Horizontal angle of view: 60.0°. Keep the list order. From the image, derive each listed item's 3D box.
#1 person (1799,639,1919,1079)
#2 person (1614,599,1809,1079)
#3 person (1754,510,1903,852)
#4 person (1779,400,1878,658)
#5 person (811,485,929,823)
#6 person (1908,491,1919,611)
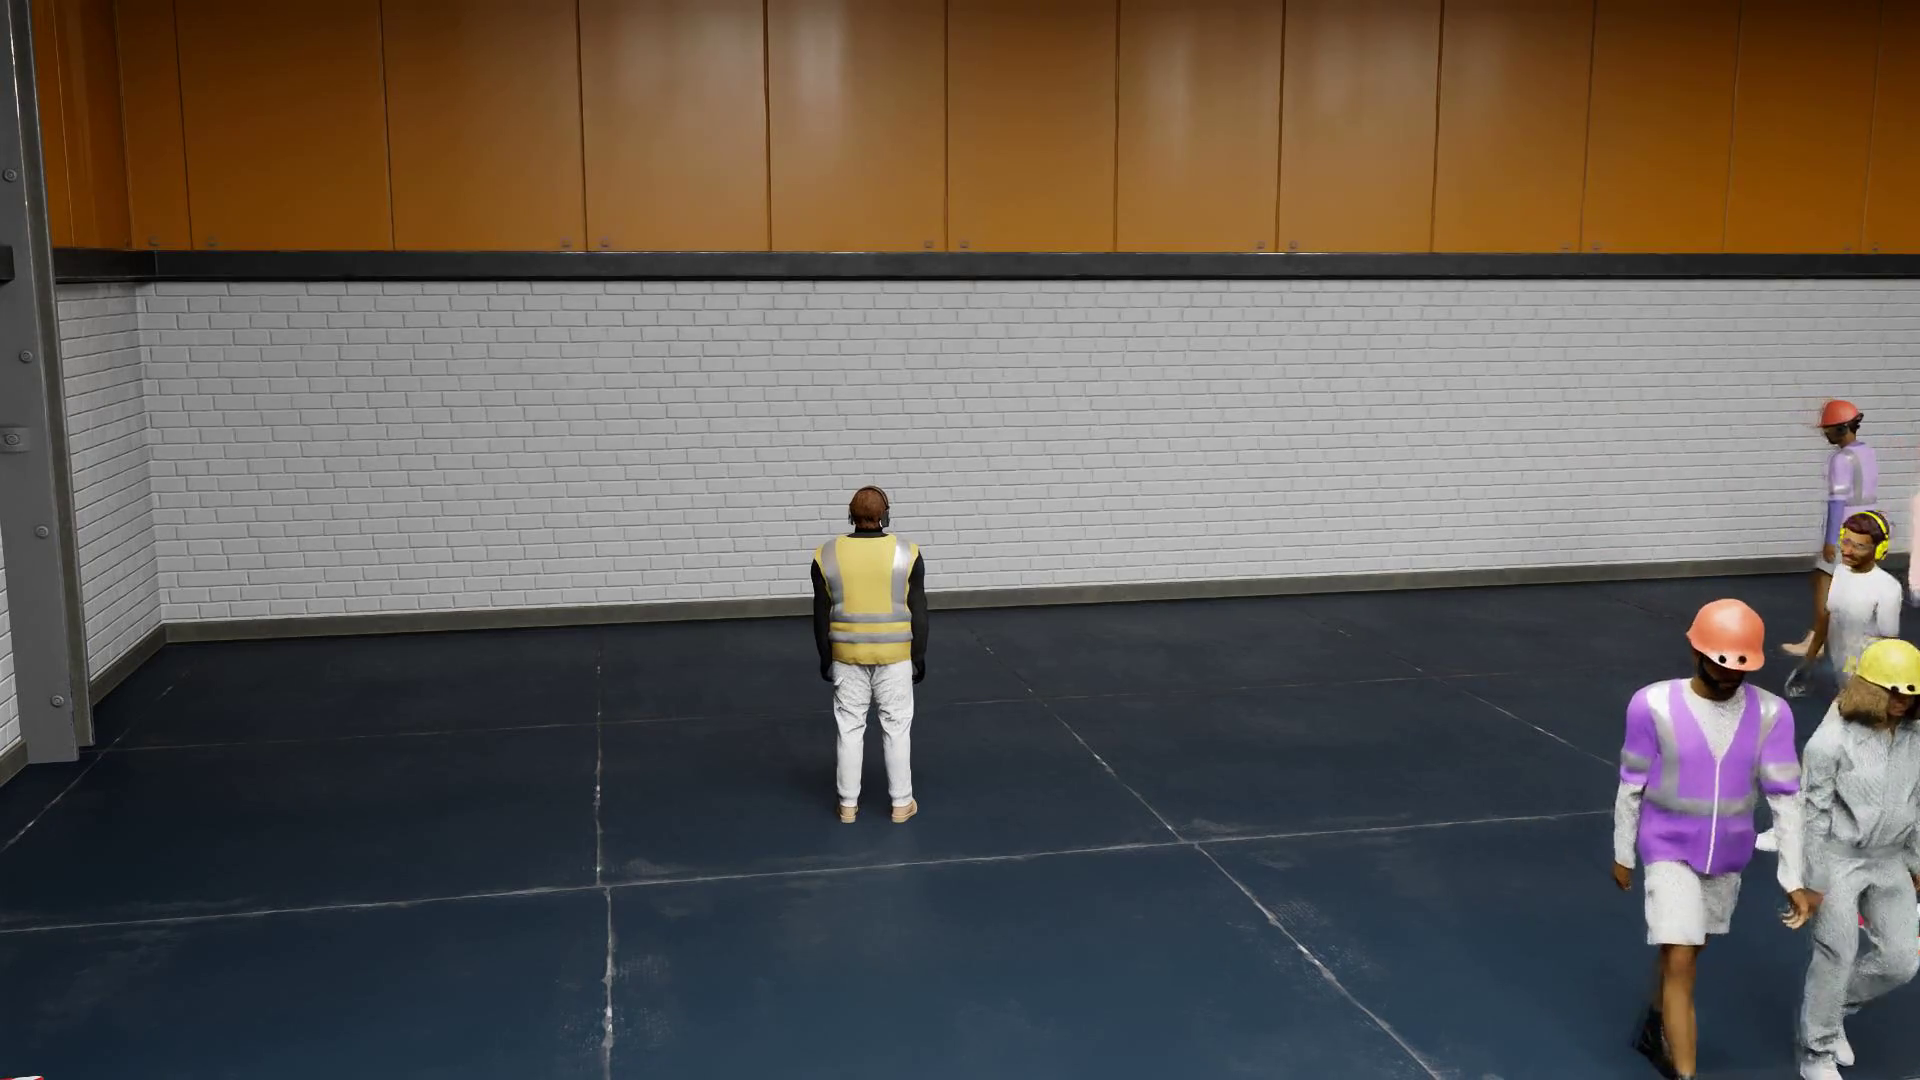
[{"bbox_3d":[3.246,1.177,5.966,0.539,1.720,0.438,-2,10,-12],"label":"person"},{"bbox_3d":[2.619,1.123,5.815,0.558,1.870,1.009,1,9,5],"label":"person"},{"bbox_3d":[4.577,0.725,8.437,0.955,1.814,0.600,1,9,7],"label":"person"},{"bbox_3d":[6.853,-0.077,12.869,0.811,1.986,0.585,-7,12,-38],"label":"person"},{"bbox_3d":[-0.478,0.622,8.993,0.627,1.844,0.429,0,9,2],"label":"person"},{"bbox_3d":[6.550,0.276,10.937,0.682,1.892,0.441,-5,11,-29],"label":"person"}]
